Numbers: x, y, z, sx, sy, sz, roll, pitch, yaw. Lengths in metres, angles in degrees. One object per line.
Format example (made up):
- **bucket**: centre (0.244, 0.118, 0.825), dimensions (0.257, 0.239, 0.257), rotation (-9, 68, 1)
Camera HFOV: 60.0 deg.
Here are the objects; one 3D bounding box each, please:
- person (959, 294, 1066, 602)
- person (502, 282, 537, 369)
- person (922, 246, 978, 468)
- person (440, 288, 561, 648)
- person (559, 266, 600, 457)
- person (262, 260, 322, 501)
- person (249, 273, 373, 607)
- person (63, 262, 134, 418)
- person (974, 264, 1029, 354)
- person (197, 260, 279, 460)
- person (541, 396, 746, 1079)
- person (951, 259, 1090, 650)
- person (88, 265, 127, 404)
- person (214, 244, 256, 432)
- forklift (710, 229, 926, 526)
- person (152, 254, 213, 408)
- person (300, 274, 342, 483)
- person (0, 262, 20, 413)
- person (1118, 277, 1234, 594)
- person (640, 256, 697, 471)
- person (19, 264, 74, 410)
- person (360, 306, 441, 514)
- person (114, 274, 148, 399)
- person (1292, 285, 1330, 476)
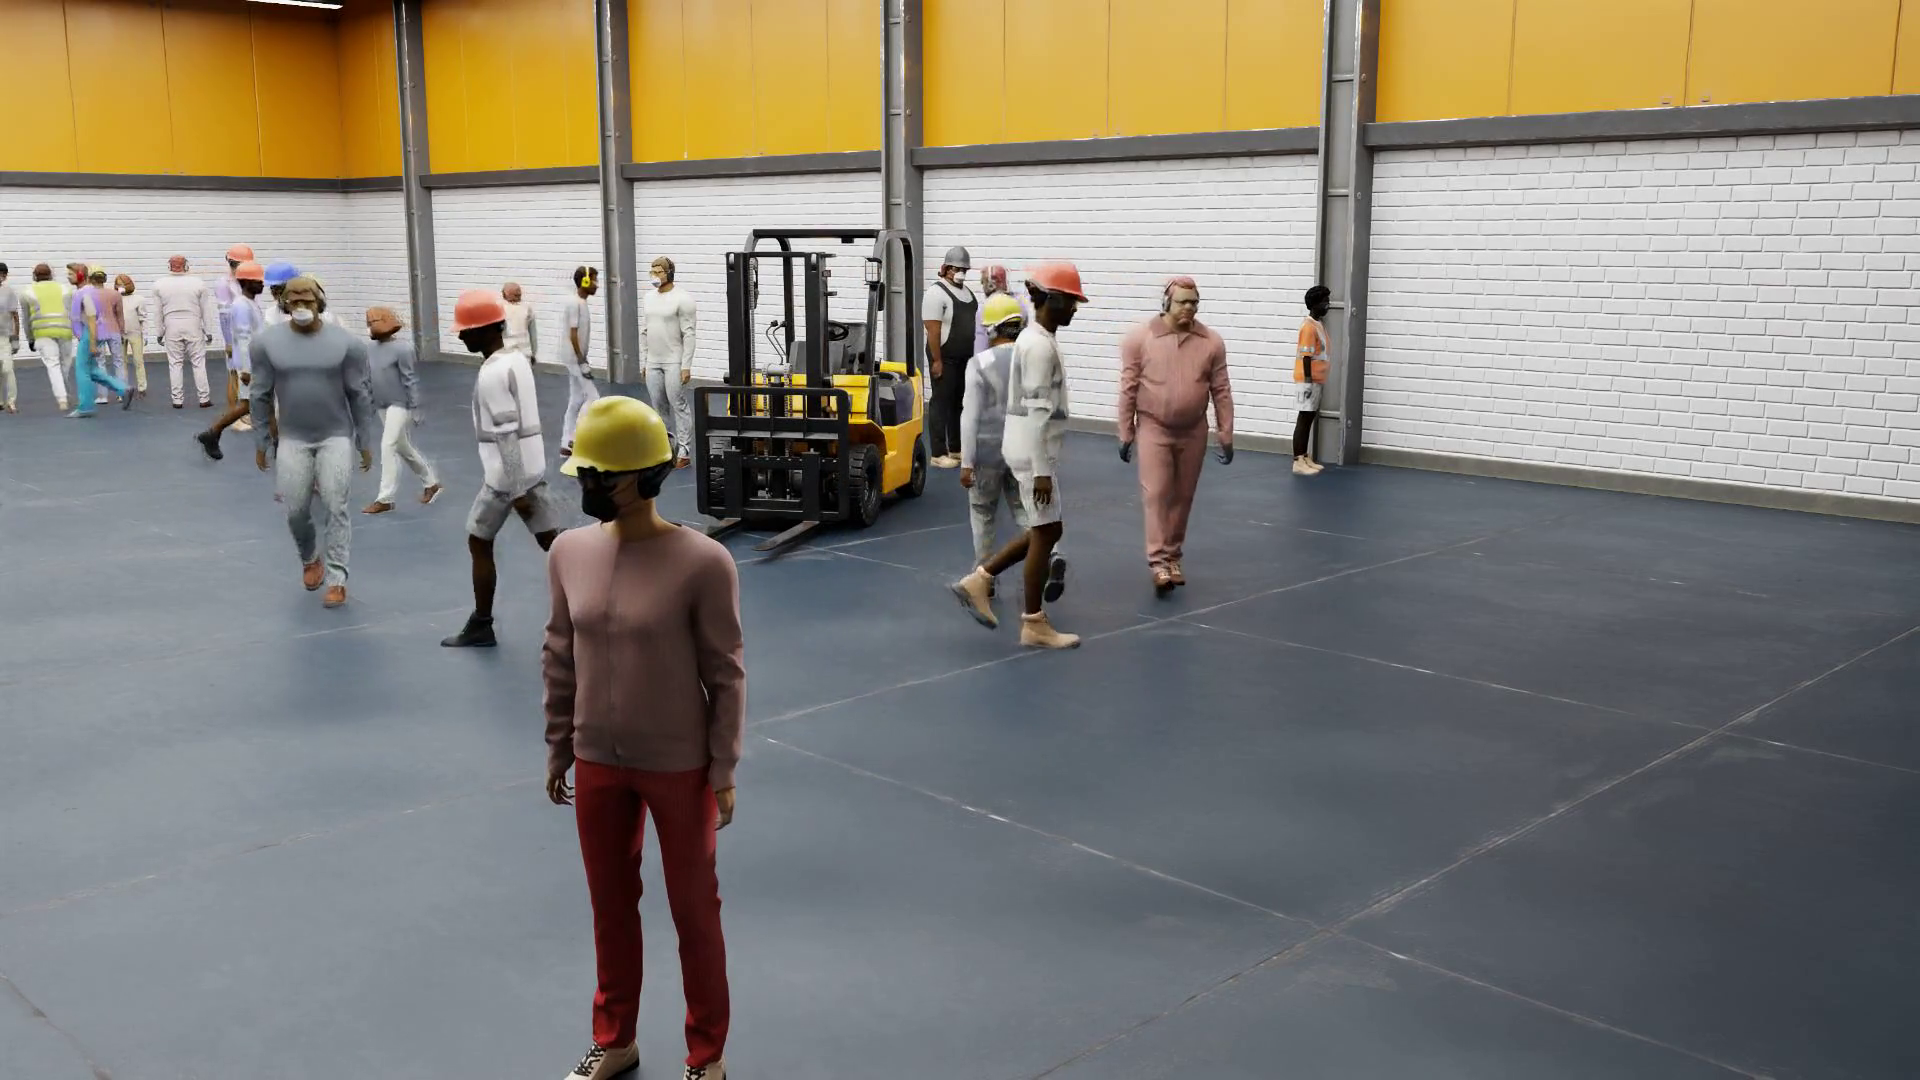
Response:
- **person**: centre (0.296, -0.500, 9.515), dimensions (0.611, 1.802, 0.727), rotation (-6, 12, -31)
- **person**: centre (-4.868, -2.000, 18.164), dimensions (0.546, 1.619, 0.461), rotation (-6, 12, -31)
- **person**: centre (-0.023, -1.698, 15.405), dimensions (0.536, 2.000, 0.678), rotation (7, 12, 33)
- **person**: centre (-2.187, -0.344, 8.526), dimensions (0.999, 1.889, 0.549), rotation (1, 10, 7)
- **person**: centre (-3.646, -1.699, 15.959), dimensions (0.510, 1.838, 0.529), rotation (-1, 10, -5)
- **person**: centre (-5.334, -1.274, 13.363), dimensions (0.626, 1.932, 0.475), rotation (7, 12, 33)
- **person**: centre (-3.740, -0.578, 9.633), dimensions (0.661, 1.922, 0.498), rotation (-3, 11, -16)
- **person**: centre (-10.189, -2.348, 19.541), dimensions (0.704, 1.827, 0.585), rotation (-6, 12, -29)
- **person**: centre (0.353, -1.416, 14.280), dimensions (0.487, 1.886, 0.667), rotation (8, 13, 35)
- **person**: centre (-6.723, -1.680, 15.680), dimensions (0.883, 1.909, 0.558), rotation (-2, 11, -9)
- **person**: centre (-0.771, 0.533, 3.992), dimensions (0.533, 1.765, 0.322), rotation (4, 11, 20)
- **person**: centre (0.339, -0.433, 8.579), dimensions (0.645, 2.016, 0.650), rotation (1, 10, 4)
- **person**: centre (-10.872, -2.602, 21.107), dimensions (0.327, 1.760, 0.524), rotation (9, 14, 41)
- **person**: centre (-7.807, -2.196, 18.140), dimensions (0.390, 2.034, 0.605), rotation (2, 11, 10)
- **forklift**: centre (-1.050, -1.319, 12.920), dimensions (1.214, 2.155, 2.313), rotation (2, 11, 13)
- **person**: centre (-9.603, -2.581, 20.591), dimensions (0.652, 1.904, 0.403), rotation (-4, 11, -20)
- **person**: centre (-5.444, -1.295, 13.842), dimensions (0.593, 1.804, 0.648), rotation (-7, 13, -35)
- **person**: centre (-11.587, -2.424, 19.955), dimensions (0.686, 1.829, 0.433), rotation (0, 10, 1)
- **person**: centre (1.322, -0.617, 9.932), dimensions (0.676, 1.876, 0.798), rotation (-2, 11, -10)
- **person**: centre (-2.671, -1.602, 15.160), dimensions (0.629, 1.940, 0.373), rotation (7, 12, 33)
- **person**: centre (-11.242, -2.515, 20.591), dimensions (0.673, 1.769, 1.024), rotation (-9, 14, -40)
- **person**: centre (-4.408, -1.035, 13.014), dimensions (0.517, 1.588, 0.809), rotation (7, 13, 35)
- **person**: centre (-10.882, -2.659, 21.753), dimensions (0.498, 1.633, 0.279), rotation (-2, 11, -11)
- **person**: centre (3.141, -1.423, 14.859), dimensions (0.318, 1.691, 0.532), rotation (4, 11, 19)
